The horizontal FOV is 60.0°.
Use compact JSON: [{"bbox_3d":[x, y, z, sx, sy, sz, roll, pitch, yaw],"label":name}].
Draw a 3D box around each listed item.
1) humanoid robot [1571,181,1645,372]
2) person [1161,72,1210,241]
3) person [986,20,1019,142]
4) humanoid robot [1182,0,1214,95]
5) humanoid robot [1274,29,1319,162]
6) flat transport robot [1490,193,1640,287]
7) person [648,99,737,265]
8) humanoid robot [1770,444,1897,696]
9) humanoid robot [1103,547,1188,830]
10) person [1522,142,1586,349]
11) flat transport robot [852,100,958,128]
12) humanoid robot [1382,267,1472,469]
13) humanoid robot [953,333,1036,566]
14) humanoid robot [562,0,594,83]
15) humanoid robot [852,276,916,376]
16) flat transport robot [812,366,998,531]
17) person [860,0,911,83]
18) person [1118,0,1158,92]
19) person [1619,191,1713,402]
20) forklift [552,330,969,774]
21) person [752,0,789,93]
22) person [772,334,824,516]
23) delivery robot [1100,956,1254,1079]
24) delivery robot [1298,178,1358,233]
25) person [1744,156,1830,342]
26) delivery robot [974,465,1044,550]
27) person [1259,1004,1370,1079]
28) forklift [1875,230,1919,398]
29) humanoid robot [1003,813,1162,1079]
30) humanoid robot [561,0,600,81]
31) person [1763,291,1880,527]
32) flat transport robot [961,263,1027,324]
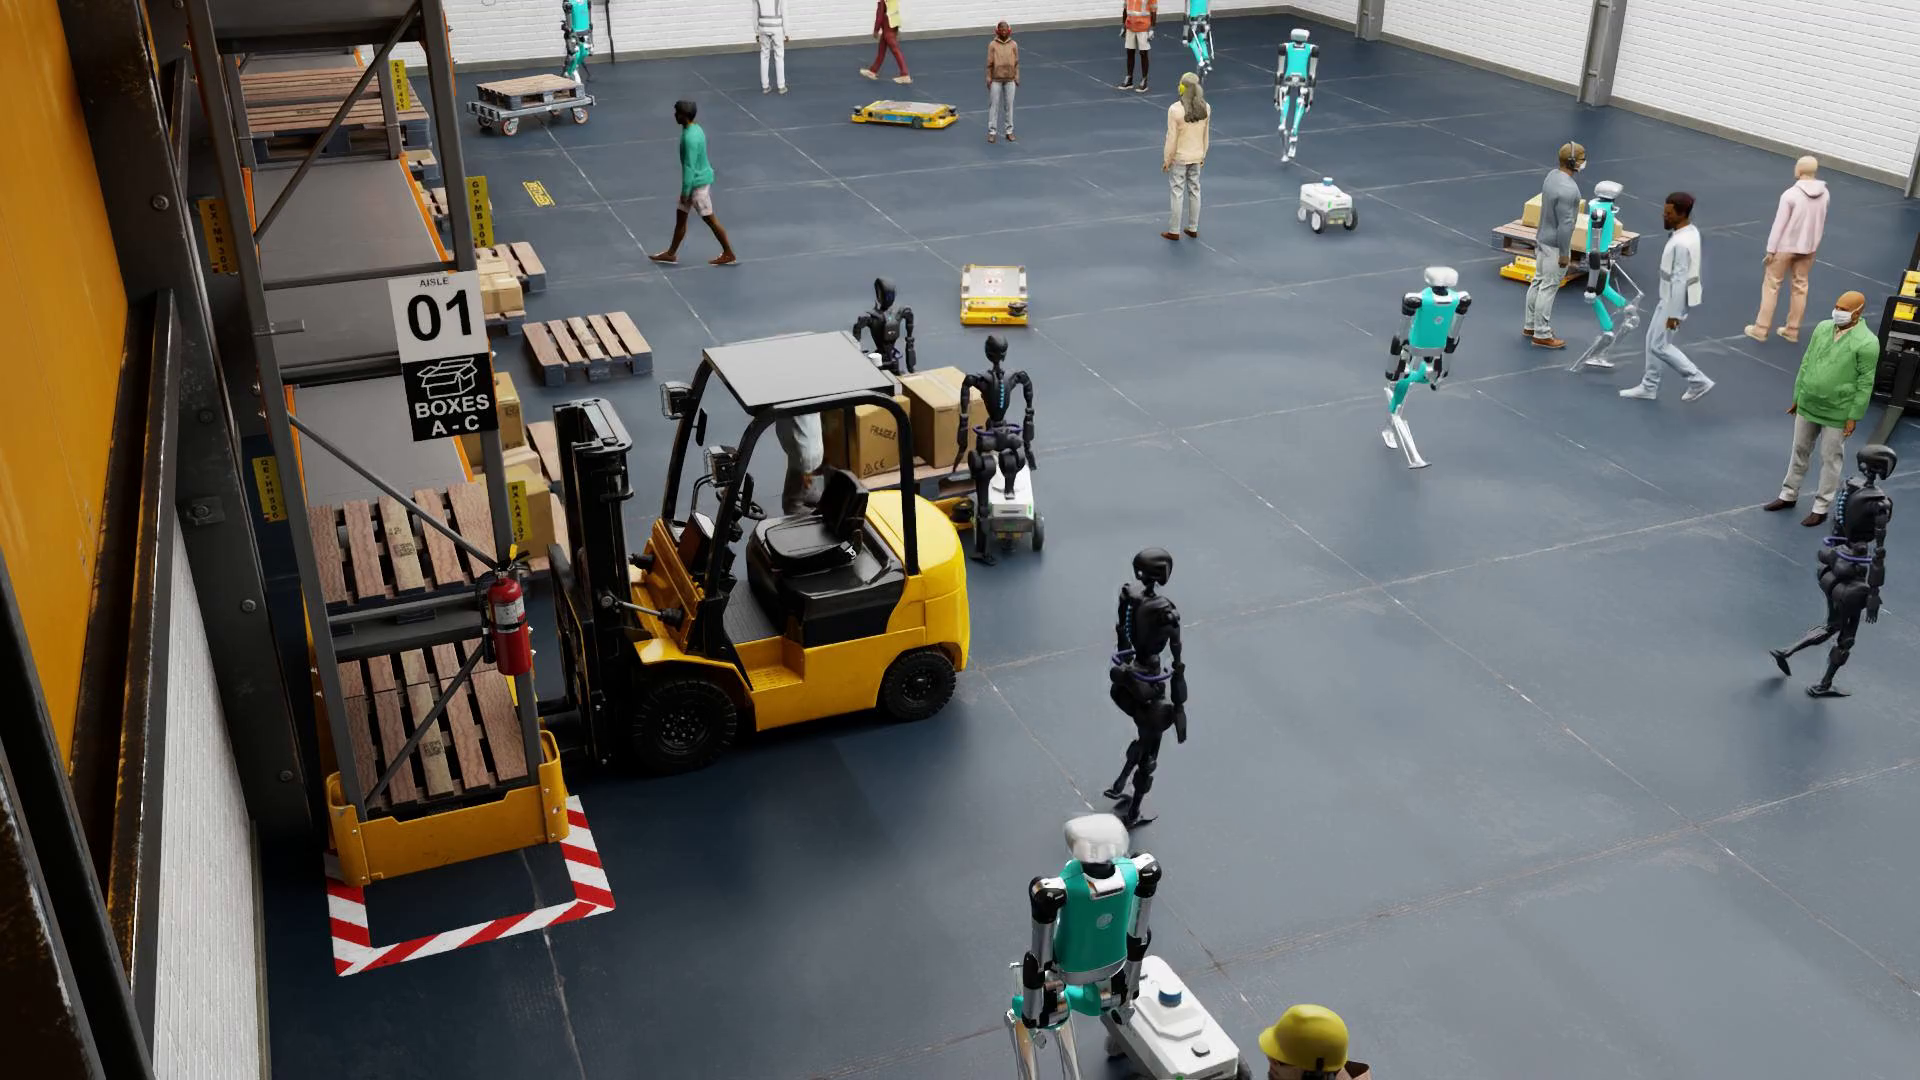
[{"bbox_3d":[5.909,-2.300,14.941,0.712,1.798,0.537,12,29,23],"label":"humanoid robot"},{"bbox_3d":[2.560,-4.321,18.798,0.557,1.876,0.409,-12,29,-23],"label":"person"},{"bbox_3d":[0.591,-6.385,23.144,0.471,1.651,0.326,-5,27,-9],"label":"person"},{"bbox_3d":[3.840,-7.847,26.011,0.572,1.791,0.868,-16,31,-28],"label":"humanoid robot"},{"bbox_3d":[4.368,-5.748,21.784,0.539,1.739,1.003,6,27,11],"label":"humanoid robot"},{"bbox_3d":[6.511,-3.027,18.009,1.431,0.231,0.659,-23,35,-38],"label":"flat transport robot"},{"bbox_3d":[-2.905,-3.831,17.904,0.966,1.793,0.519,-3,27,-6],"label":"person"},{"bbox_3d":[5.330,0.192,10.037,0.442,1.640,0.592,0,27,1],"label":"humanoid robot"},{"bbox_3d":[0.994,0.792,8.842,0.368,1.646,0.584,-15,31,-28],"label":"humanoid robot"},{"bbox_3d":[5.610,-2.780,15.660,0.373,1.940,0.629,1,27,1],"label":"person"},{"bbox_3d":[-0.806,-6.252,24.424,1.431,0.231,0.659,9,28,18],"label":"flat transport robot"},{"bbox_3d":[3.554,-1.413,13.175,0.550,1.712,1.029,-5,27,-9],"label":"humanoid robot"},{"bbox_3d":[0.245,-0.642,11.703,0.609,1.638,0.422,-8,28,-15],"label":"humanoid robot"},{"bbox_3d":[-5.928,-7.449,25.285,0.772,1.895,0.553,17,31,30],"label":"humanoid robot"},{"bbox_3d":[-0.597,-1.293,12.996,0.608,1.638,0.443,-16,31,-29],"label":"humanoid robot"},{"bbox_3d":[-0.459,-0.389,12.760,0.659,0.231,1.431,-13,29,-23],"label":"flat transport robot"},{"bbox_3d":[-1.207,-8.258,26.807,0.943,1.711,0.488,9,28,17],"label":"person"},{"bbox_3d":[2.791,-8.054,26.126,0.611,1.957,0.368,19,33,33],"label":"person"},{"bbox_3d":[6.190,-2.048,14.259,0.634,1.889,0.642,10,28,18],"label":"person"},{"bbox_3d":[-1.094,0.010,9.831,2.313,2.155,1.214,-10,28,-20],"label":"forklift"},{"bbox_3d":[-2.954,-7.948,26.013,0.566,1.878,0.355,6,27,11],"label":"person"},{"bbox_3d":[-1.047,-0.628,11.613,0.605,1.723,0.598,-2,27,-5],"label":"person"},{"bbox_3d":[0.934,2.206,7.291,0.525,0.604,0.776,-12,29,-22],"label":"delivery robot"},{"bbox_3d":[4.294,-3.919,19.485,0.499,0.614,0.818,-8,28,-16],"label":"delivery robot"},{"bbox_3d":[7.890,-2.743,15.778,0.530,1.772,0.478,-4,27,-8],"label":"person"},{"bbox_3d":[0.353,-0.267,12.205,0.499,0.599,0.787,0,27,-1],"label":"delivery robot"},{"bbox_3d":[1.138,2.304,5.620,0.409,1.870,0.798,5,27,10],"label":"person"},{"bbox_3d":[9.029,-2.397,14.618,1.214,2.155,2.313,18,32,32],"label":"forklift"},{"bbox_3d":[0.419,1.726,6.777,0.531,1.673,0.739,-10,28,-20],"label":"humanoid robot"},{"bbox_3d":[-6.200,-8.151,26.680,0.778,1.617,0.611,-12,29,-23],"label":"humanoid robot"},{"bbox_3d":[6.377,-0.974,12.240,0.384,1.782,0.553,-14,30,-26],"label":"person"},{"bbox_3d":[0.351,-2.518,16.996,0.659,0.231,1.431,1,27,1],"label":"flat transport robot"}]
